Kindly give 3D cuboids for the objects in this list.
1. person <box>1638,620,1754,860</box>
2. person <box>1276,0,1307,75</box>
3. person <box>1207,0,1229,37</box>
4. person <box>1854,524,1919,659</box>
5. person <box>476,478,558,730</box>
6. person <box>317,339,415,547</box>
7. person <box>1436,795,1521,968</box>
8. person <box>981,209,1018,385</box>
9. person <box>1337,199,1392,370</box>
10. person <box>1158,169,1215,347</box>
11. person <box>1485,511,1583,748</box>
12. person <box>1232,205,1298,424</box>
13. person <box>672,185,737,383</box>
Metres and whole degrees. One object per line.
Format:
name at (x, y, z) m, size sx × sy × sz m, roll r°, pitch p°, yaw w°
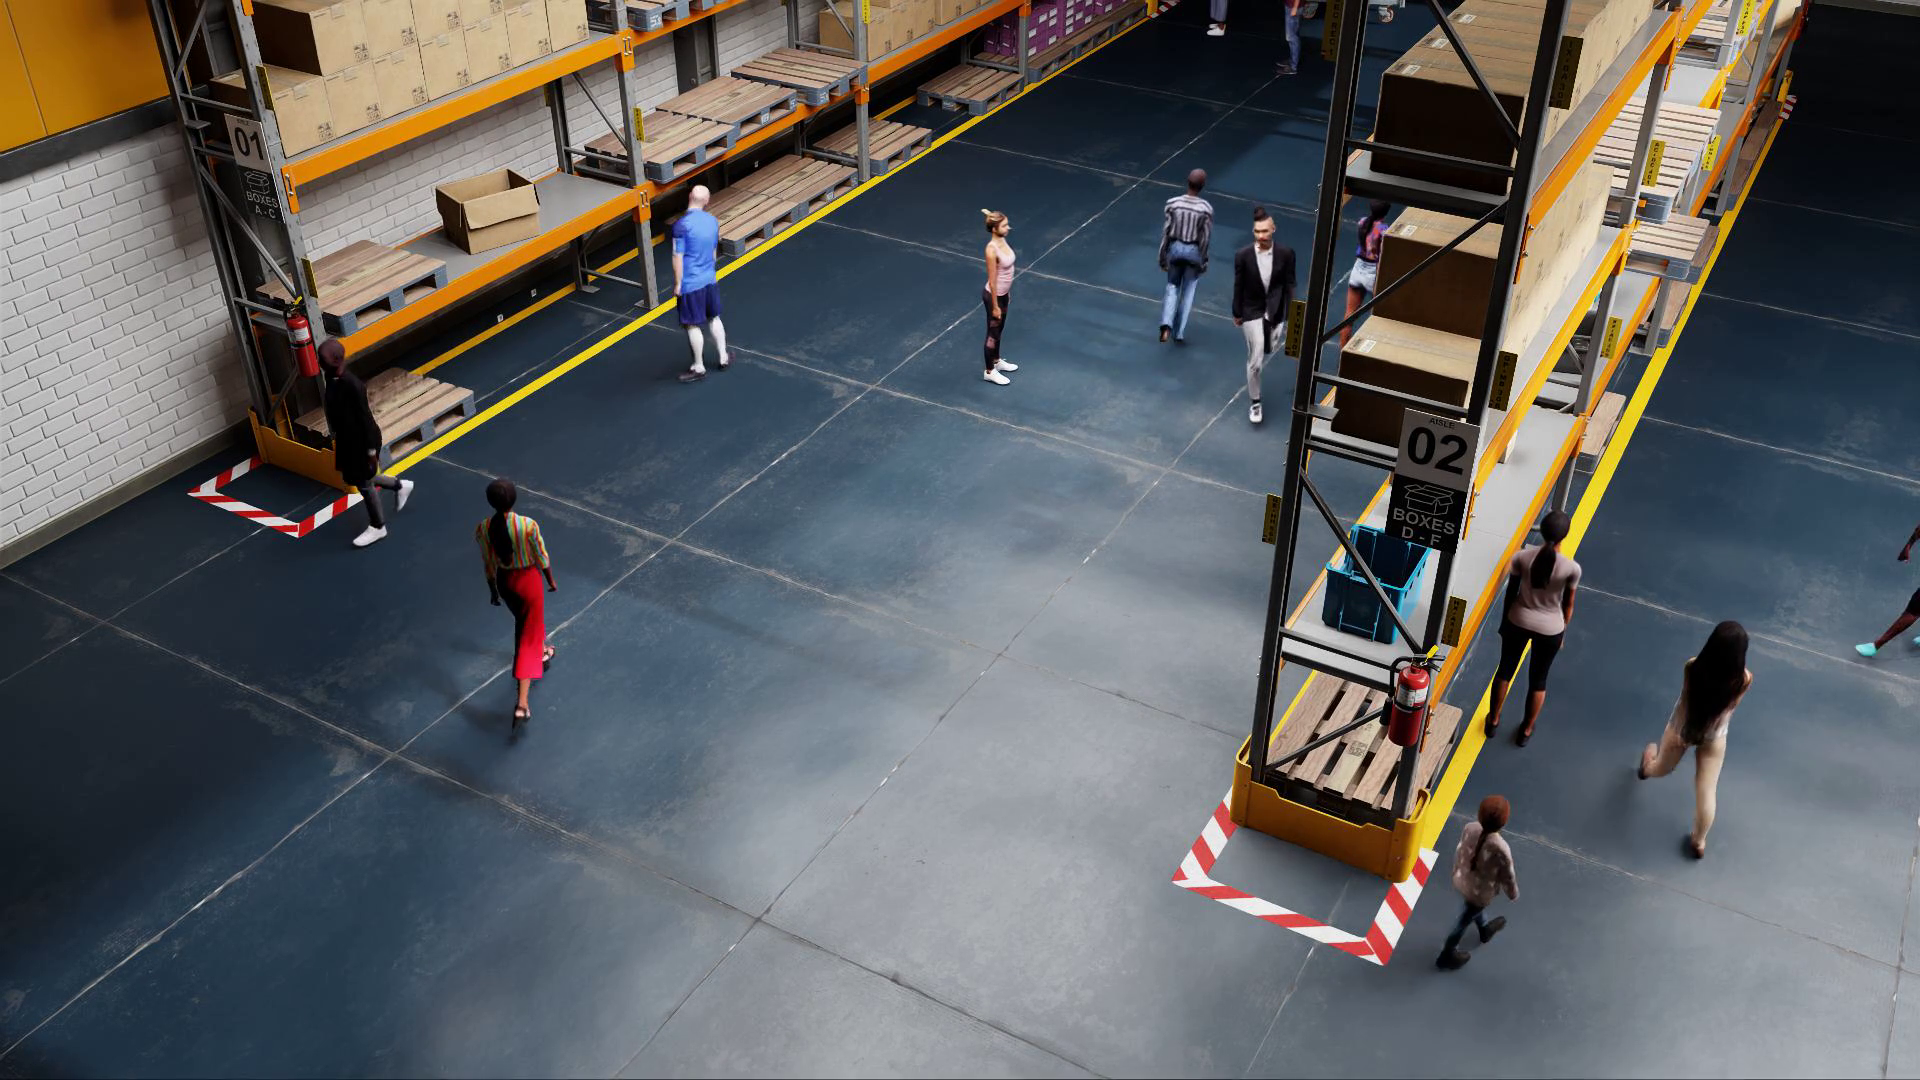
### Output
person at (4.554, 1.099, 10.243) m, size 0.711 × 1.623 × 1.056 m, roll 11°, pitch 35°, yaw 17°
person at (4.583, -7.338, 22.729) m, size 0.783 × 1.851 × 0.598 m, roll 6°, pitch 34°, yaw 9°
person at (3.823, -8.241, 24.228) m, size 0.684 × 1.696 × 0.523 m, roll 10°, pitch 35°, yaw 14°
person at (6.989, 0.145, 11.636) m, size 1.130 × 1.670 × 1.107 m, roll -6°, pitch 34°, yaw -8°
person at (-2.949, 0.439, 11.131) m, size 0.963 × 1.740 × 1.256 m, roll 1°, pitch 34°, yaw 2°
person at (-4.625, -0.807, 13.000) m, size 0.767 × 1.745 × 0.935 m, roll 27°, pitch 42°, yaw 34°
person at (2.864, 1.955, 9.365) m, size 0.837 × 1.169 × 0.734 m, roll -13°, pitch 36°, yaw -19°
person at (0.332, -2.250, 15.267) m, size 0.673 × 1.640 × 0.556 m, roll 10°, pitch 35°, yaw 14°
person at (3.699, -2.369, 15.373) m, size 1.027 × 1.720 × 0.794 m, roll -24°, pitch 41°, yaw -32°
person at (2.115, -2.589, 15.653) m, size 0.733 × 1.776 × 0.801 m, roll 7°, pitch 34°, yaw 11°
person at (3.758, 0.584, 10.908) m, size 0.592 × 1.744 × 0.530 m, roll 16°, pitch 37°, yaw 22°
person at (2.677, -2.071, 14.759) m, size 1.114 × 1.902 × 1.341 m, roll 0°, pitch 34°, yaw 0°
person at (-2.431, -2.321, 15.224) m, size 0.925 × 1.805 × 0.539 m, roll 13°, pitch 36°, yaw 18°
